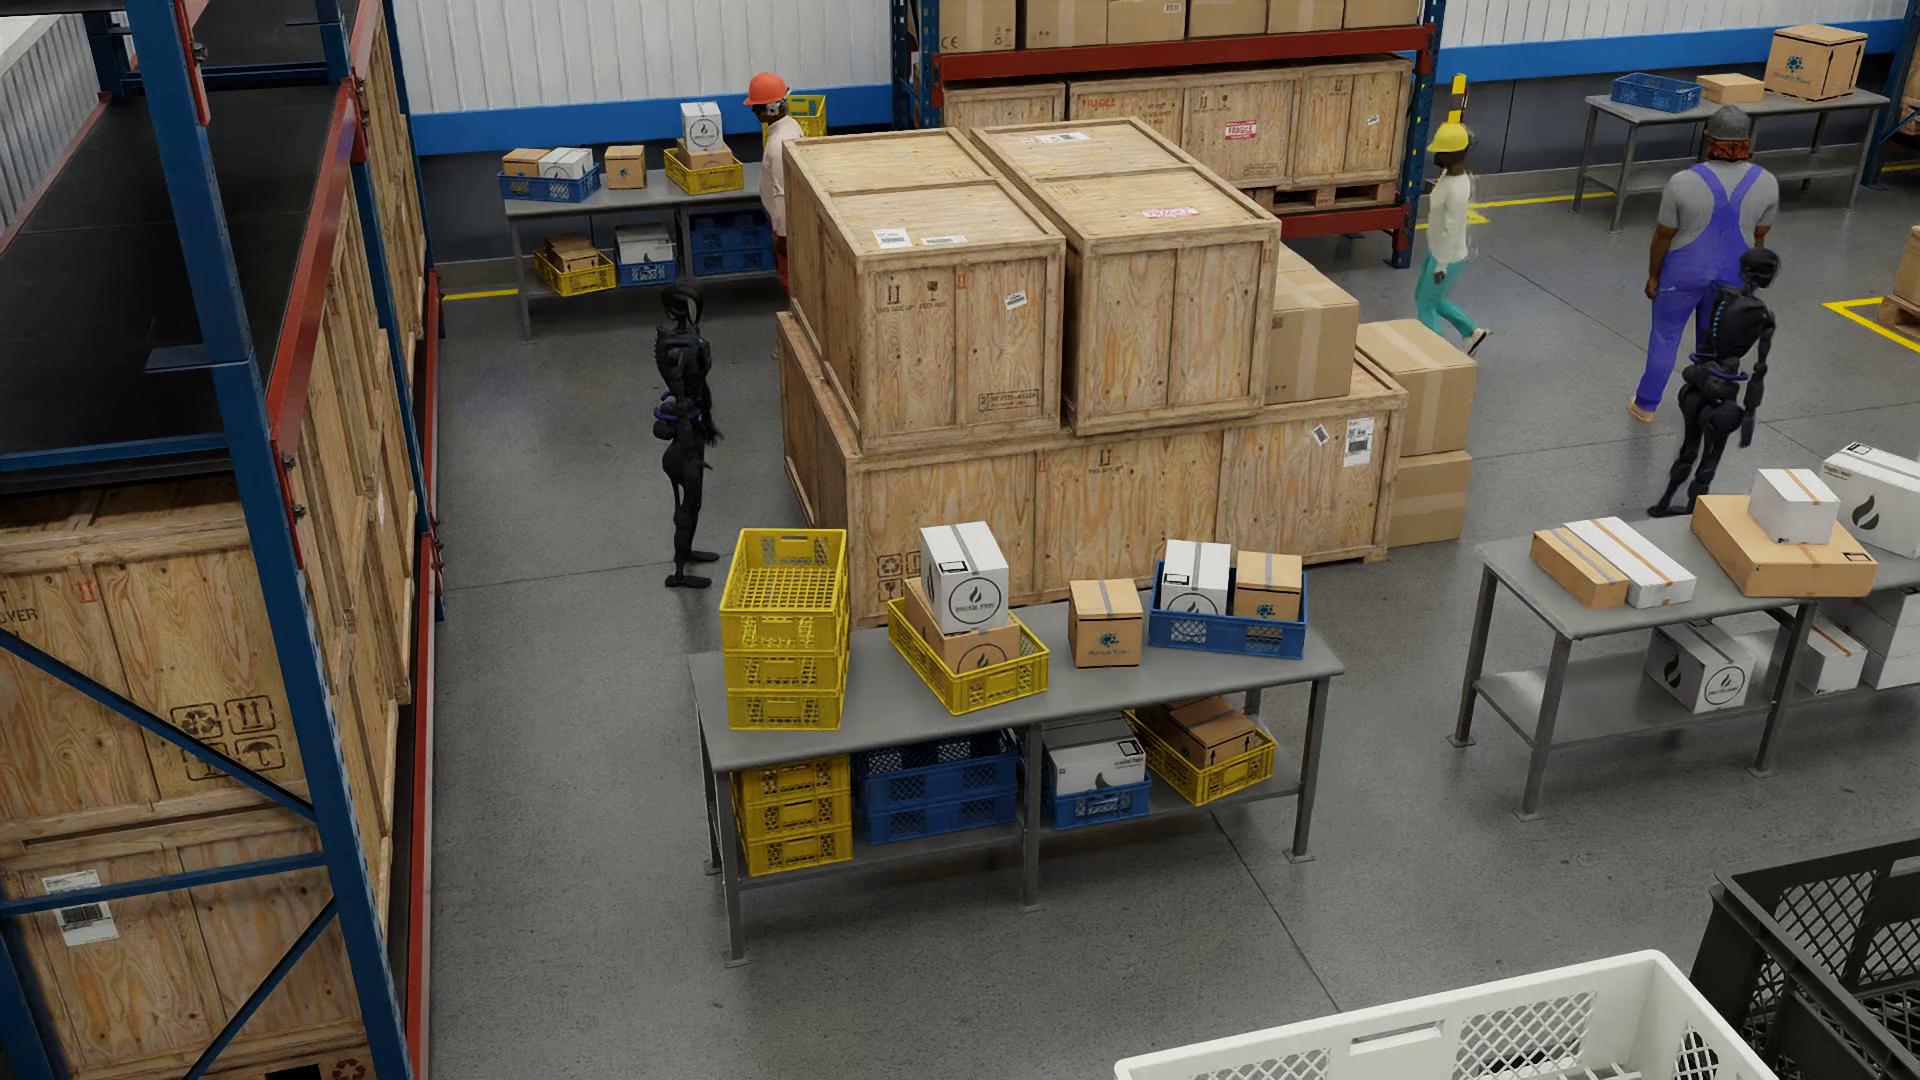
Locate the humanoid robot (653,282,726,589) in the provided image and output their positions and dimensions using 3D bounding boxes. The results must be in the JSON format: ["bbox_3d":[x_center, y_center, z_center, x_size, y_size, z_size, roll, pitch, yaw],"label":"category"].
[{"bbox_3d":[-1.417,-0.552,8.657,0.336,1.649,0.570,2,29,3],"label":"humanoid robot"}]

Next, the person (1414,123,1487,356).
[{"bbox_3d":[3.259,-1.905,11.048,0.534,1.739,0.527,4,29,8],"label":"person"}]

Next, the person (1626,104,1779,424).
[{"bbox_3d":[4.618,-1.710,10.387,0.685,2.000,0.536,3,29,5],"label":"person"}]

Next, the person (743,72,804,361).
[{"bbox_3d":[-1.212,-2.185,11.322,0.430,1.977,0.607,1,29,1],"label":"person"}]

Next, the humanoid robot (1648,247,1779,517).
[{"bbox_3d":[4.159,-0.811,9.126,0.350,1.646,0.576,-5,29,-10],"label":"humanoid robot"}]
